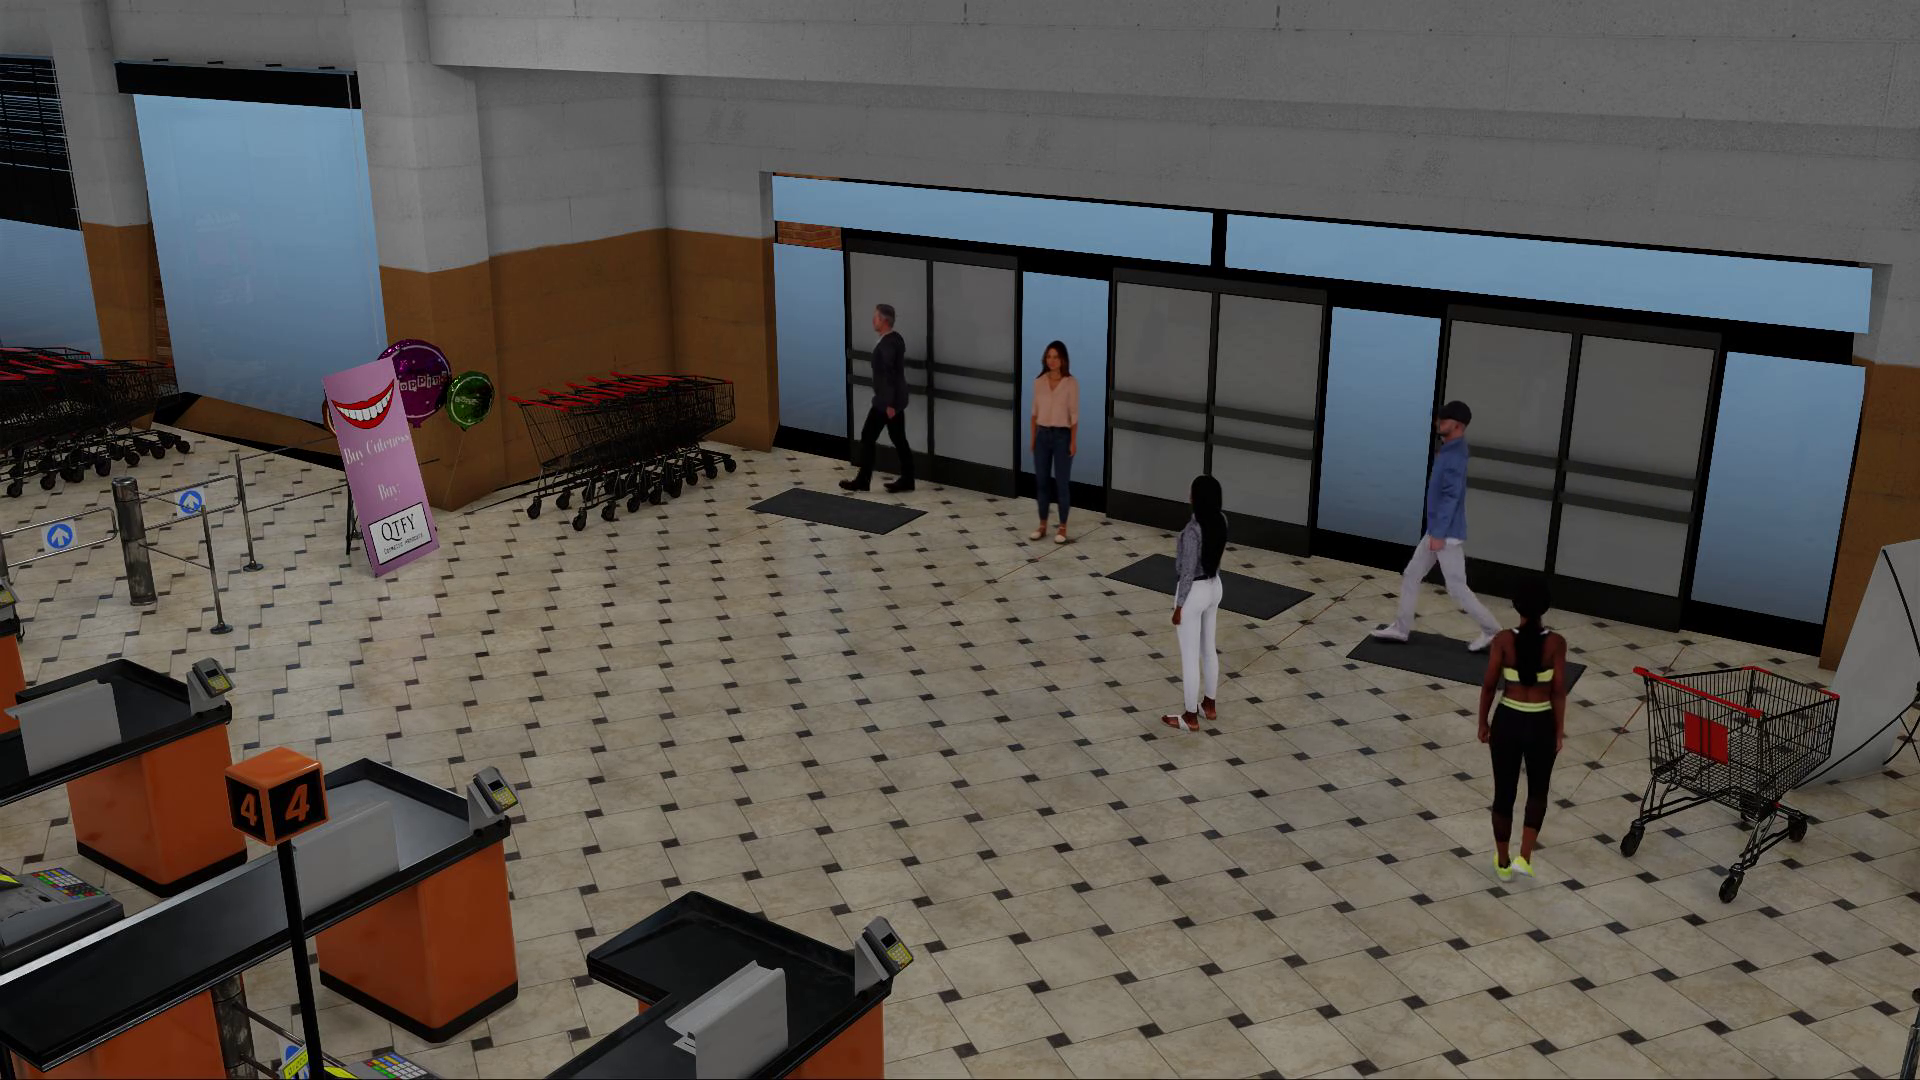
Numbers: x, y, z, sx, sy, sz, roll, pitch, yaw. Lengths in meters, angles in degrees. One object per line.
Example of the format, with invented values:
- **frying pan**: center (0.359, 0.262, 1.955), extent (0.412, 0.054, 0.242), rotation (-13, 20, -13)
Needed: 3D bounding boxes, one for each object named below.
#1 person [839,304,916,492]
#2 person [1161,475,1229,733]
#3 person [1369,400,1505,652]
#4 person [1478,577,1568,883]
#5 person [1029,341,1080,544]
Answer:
- **person**: center (-0.598, -1.323, 15.780), extent (1.052, 1.815, 1.045), rotation (2, 19, 7)
- **person**: center (1.555, 0.395, 10.825), extent (0.669, 1.725, 0.491), rotation (16, 24, 39)
- **person**: center (3.594, -0.073, 11.995), extent (1.038, 1.864, 1.213), rotation (4, 19, 10)
- **person**: center (2.986, 1.060, 8.818), extent (0.693, 1.747, 0.764), rotation (6, 20, 17)
- **person**: center (0.832, -0.861, 14.448), extent (0.620, 1.790, 0.572), rotation (9, 21, 25)
